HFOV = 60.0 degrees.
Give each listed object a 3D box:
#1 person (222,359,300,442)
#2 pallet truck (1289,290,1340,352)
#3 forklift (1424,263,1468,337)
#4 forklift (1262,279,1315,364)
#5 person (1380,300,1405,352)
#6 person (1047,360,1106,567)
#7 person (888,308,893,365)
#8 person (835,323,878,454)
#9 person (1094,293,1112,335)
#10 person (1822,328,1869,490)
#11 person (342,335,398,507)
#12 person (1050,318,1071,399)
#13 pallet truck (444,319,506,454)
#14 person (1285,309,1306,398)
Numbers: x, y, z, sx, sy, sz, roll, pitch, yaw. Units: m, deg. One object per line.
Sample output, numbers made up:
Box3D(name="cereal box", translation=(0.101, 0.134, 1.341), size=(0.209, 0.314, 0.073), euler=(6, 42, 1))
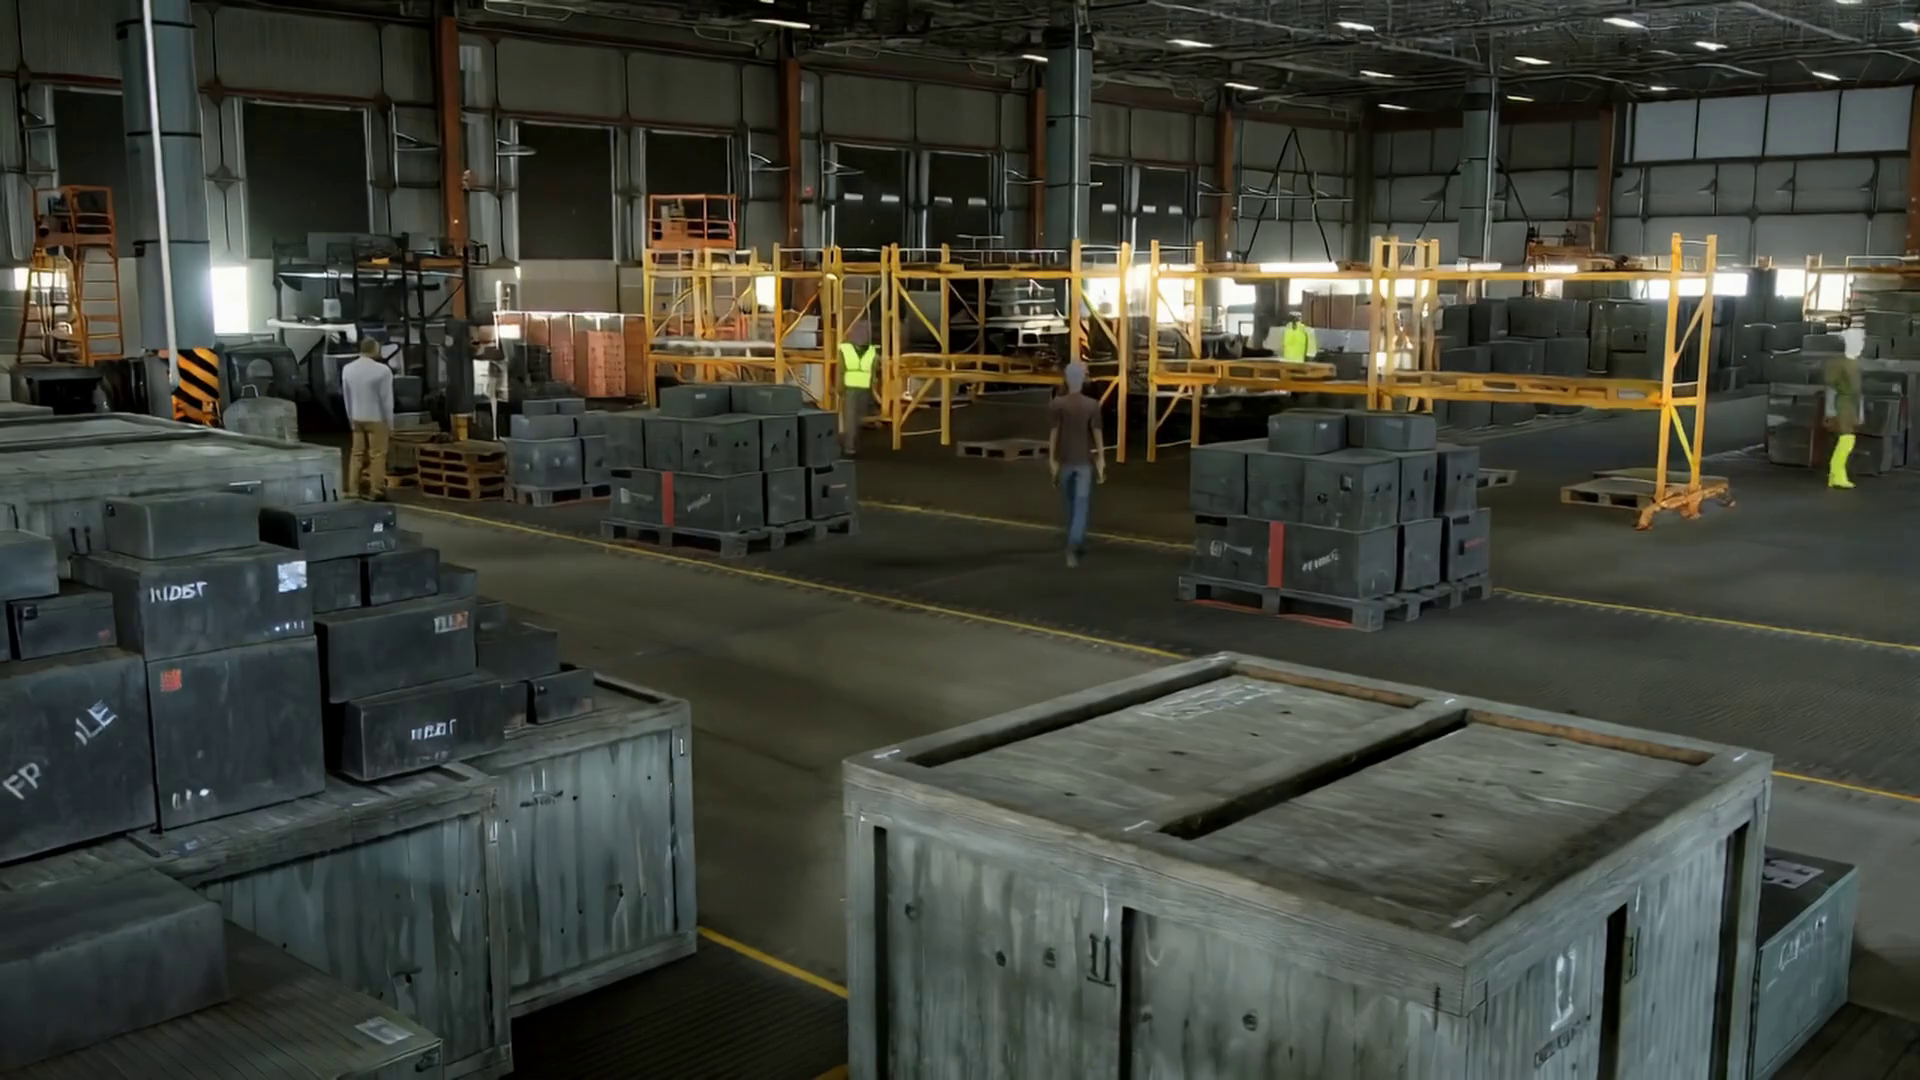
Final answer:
Box3D(name="person", translation=(-5.760, -0.535, 13.775), size=(0.586, 1.918, 0.394), euler=(-2, 9, -11))
Box3D(name="pallet truck", translation=(11.297, -6.951, 52.861), size=(1.885, 1.965, 0.823), euler=(-5, 11, -29))
Box3D(name="forklift", translation=(14.006, -6.379, 46.656), size=(1.873, 2.768, 1.129), euler=(3, 10, 15))
Box3D(name="forklift", translation=(8.555, -6.090, 44.881), size=(1.873, 2.768, 1.129), euler=(9, 13, 43))
Box3D(name="person", translation=(10.880, -5.087, 41.810), size=(0.599, 1.873, 0.424), euler=(2, 9, 10))
Box3D(name="person", translation=(1.039, -0.689, 14.959), size=(0.532, 1.841, 0.842), euler=(2, 10, 13))
Box3D(name="person", translation=(-1.876, -5.305, 43.895), size=(0.314, 1.634, 0.515), euler=(2, 10, 14))
Box3D(name="person", translation=(-1.508, -2.189, 23.997), size=(0.705, 1.887, 0.499), euler=(-5, 11, -30))
Box3D(name="person", translation=(4.404, -6.669, 51.352), size=(0.544, 1.929, 0.386), euler=(1, 9, 4))
Box3D(name="person", translation=(10.695, -1.558, 19.934), size=(0.643, 1.945, 0.614), euler=(-7, 11, -35))
Box3D(name="person", translation=(-6.553, -1.302, 18.479), size=(0.639, 1.927, 0.382), euler=(3, 10, 18))
Box3D(name="person", translation=(1.932, -3.318, 31.401), size=(0.485, 1.738, 0.322), euler=(1, 9, 6))
Box3D(name="pallet truck", translation=(-6.981, -1.942, 22.150), size=(1.885, 1.965, 0.823), euler=(1, 9, 9))
Box3D(name="person", translation=(6.919, -3.837, 34.290), size=(0.500, 1.838, 0.360), euler=(-5, 11, -28))
